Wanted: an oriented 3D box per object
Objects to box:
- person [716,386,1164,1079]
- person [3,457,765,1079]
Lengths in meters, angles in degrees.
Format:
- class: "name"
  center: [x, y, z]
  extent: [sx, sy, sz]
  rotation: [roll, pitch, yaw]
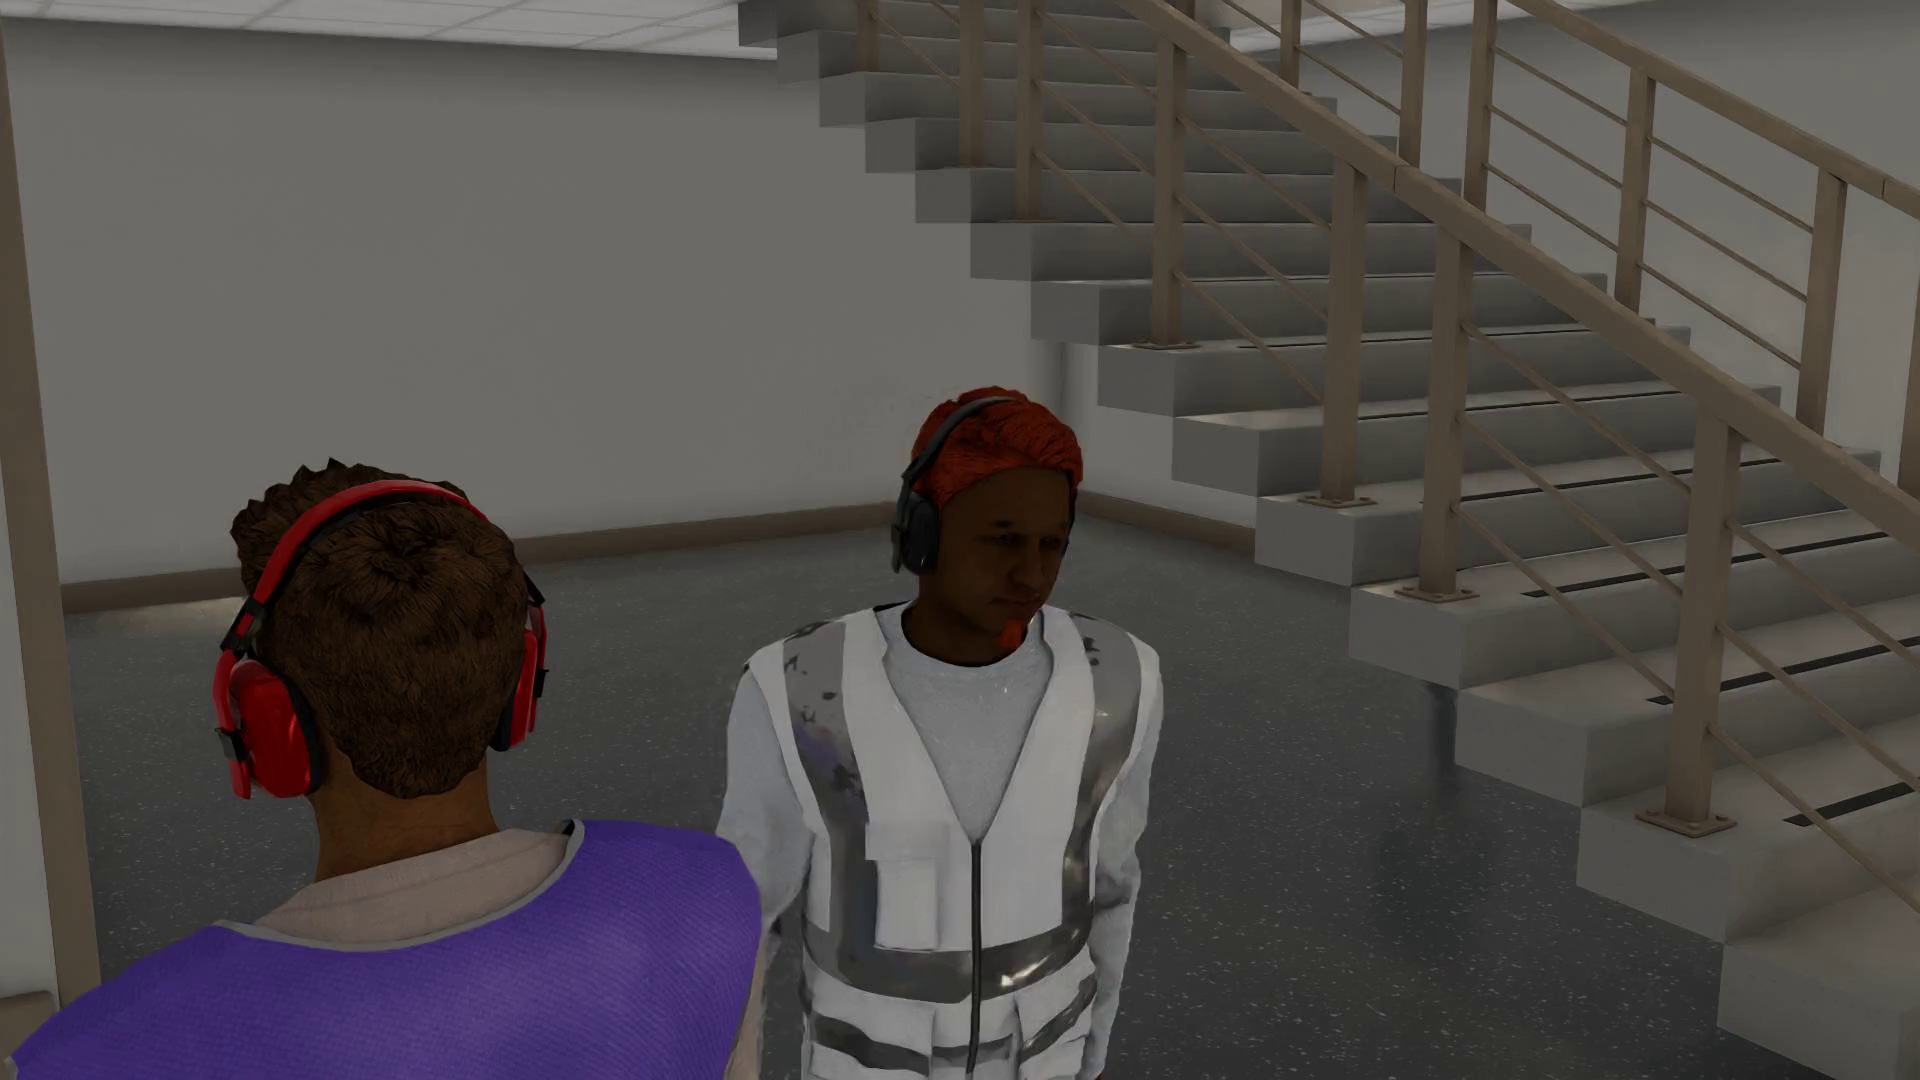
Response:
- class: "person"
  center: [-0.069, 0.679, 2.336]
  extent: [0.608, 1.846, 0.920]
  rotation: [-3, 11, -14]
- class: "person"
  center: [-0.395, 0.862, 1.332]
  extent: [0.565, 1.845, 0.390]
  rotation: [-10, 15, -42]
